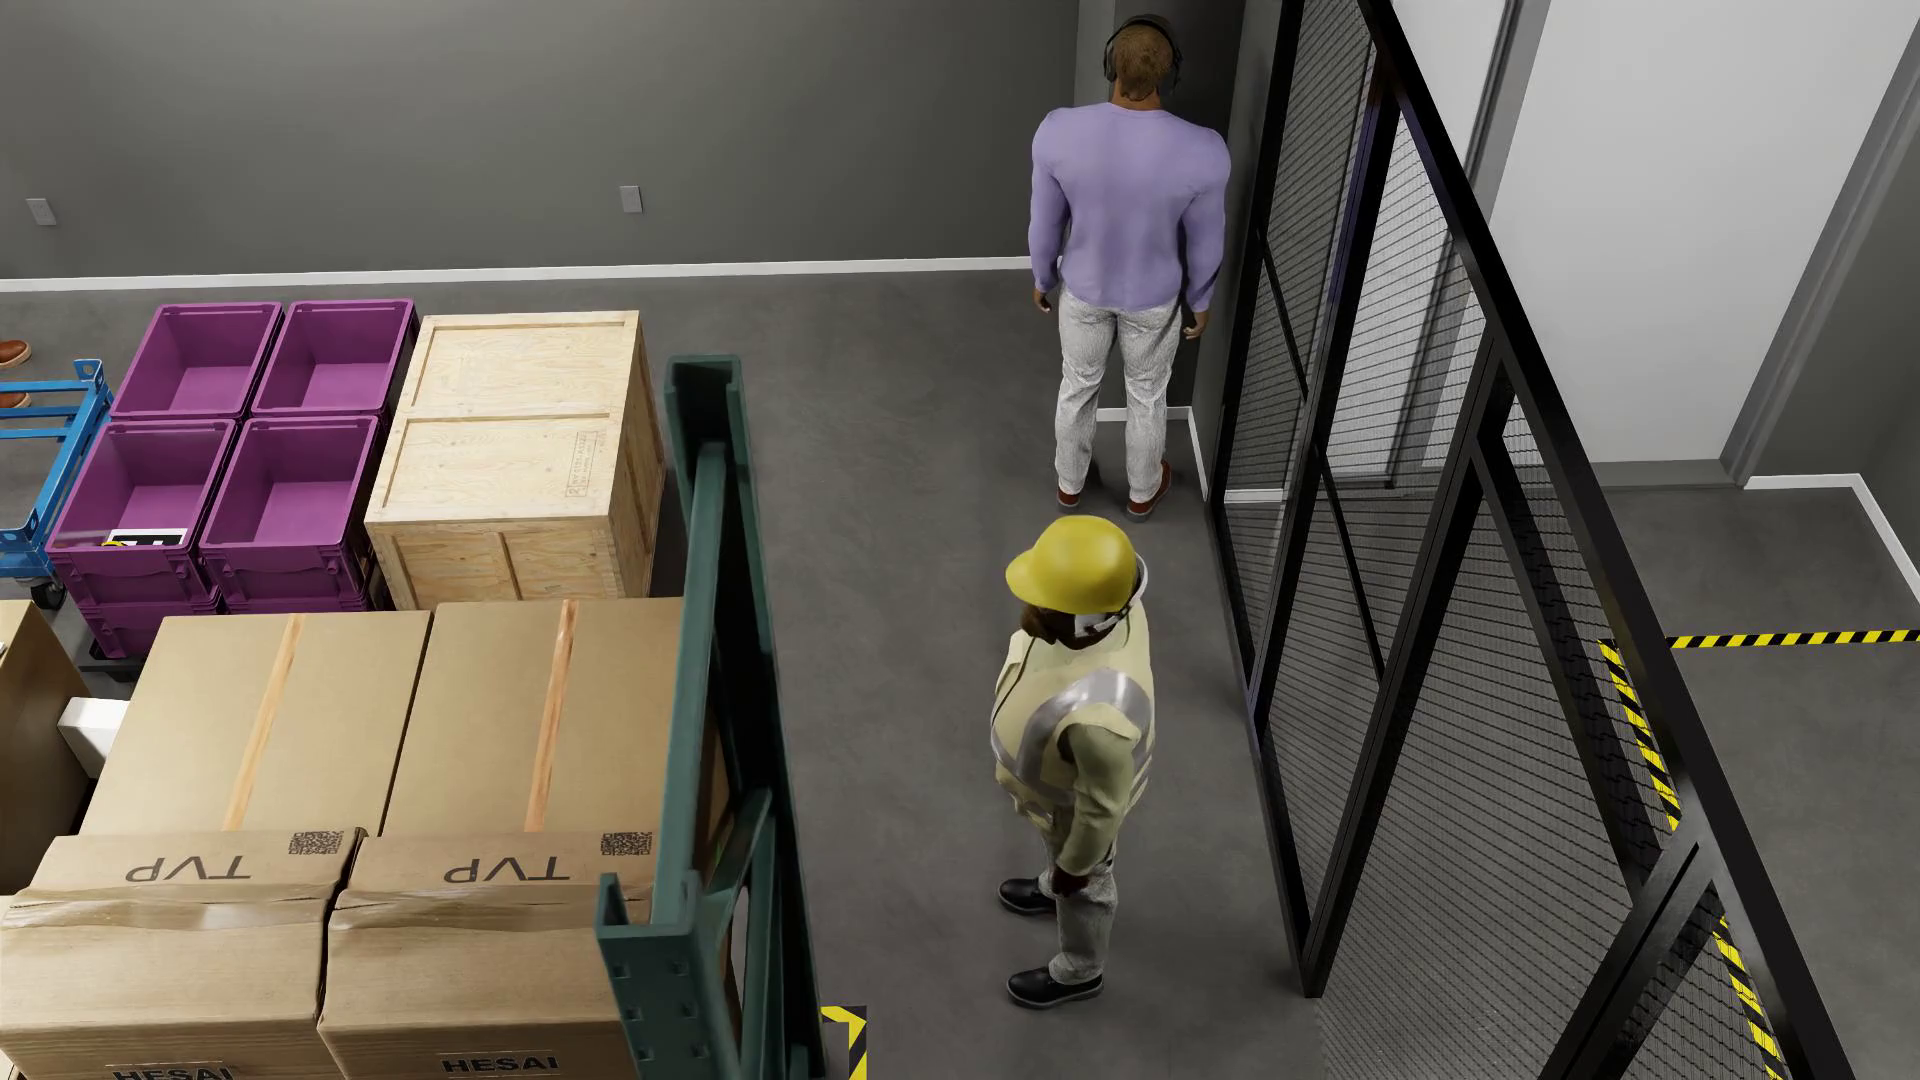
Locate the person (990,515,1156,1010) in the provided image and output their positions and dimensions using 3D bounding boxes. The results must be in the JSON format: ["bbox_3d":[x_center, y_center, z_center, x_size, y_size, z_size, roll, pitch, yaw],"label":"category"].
[{"bbox_3d":[0.277,0.595,4.258,0.404,1.836,0.591,0,46,0],"label":"person"}]

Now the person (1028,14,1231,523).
[{"bbox_3d":[0.541,-0.845,5.563,0.635,1.937,0.355,10,47,9],"label":"person"}]

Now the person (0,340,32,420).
[{"bbox_3d":[-3.903,-1.297,5.957,0.381,1.994,0.620,-14,48,-13],"label":"person"}]
